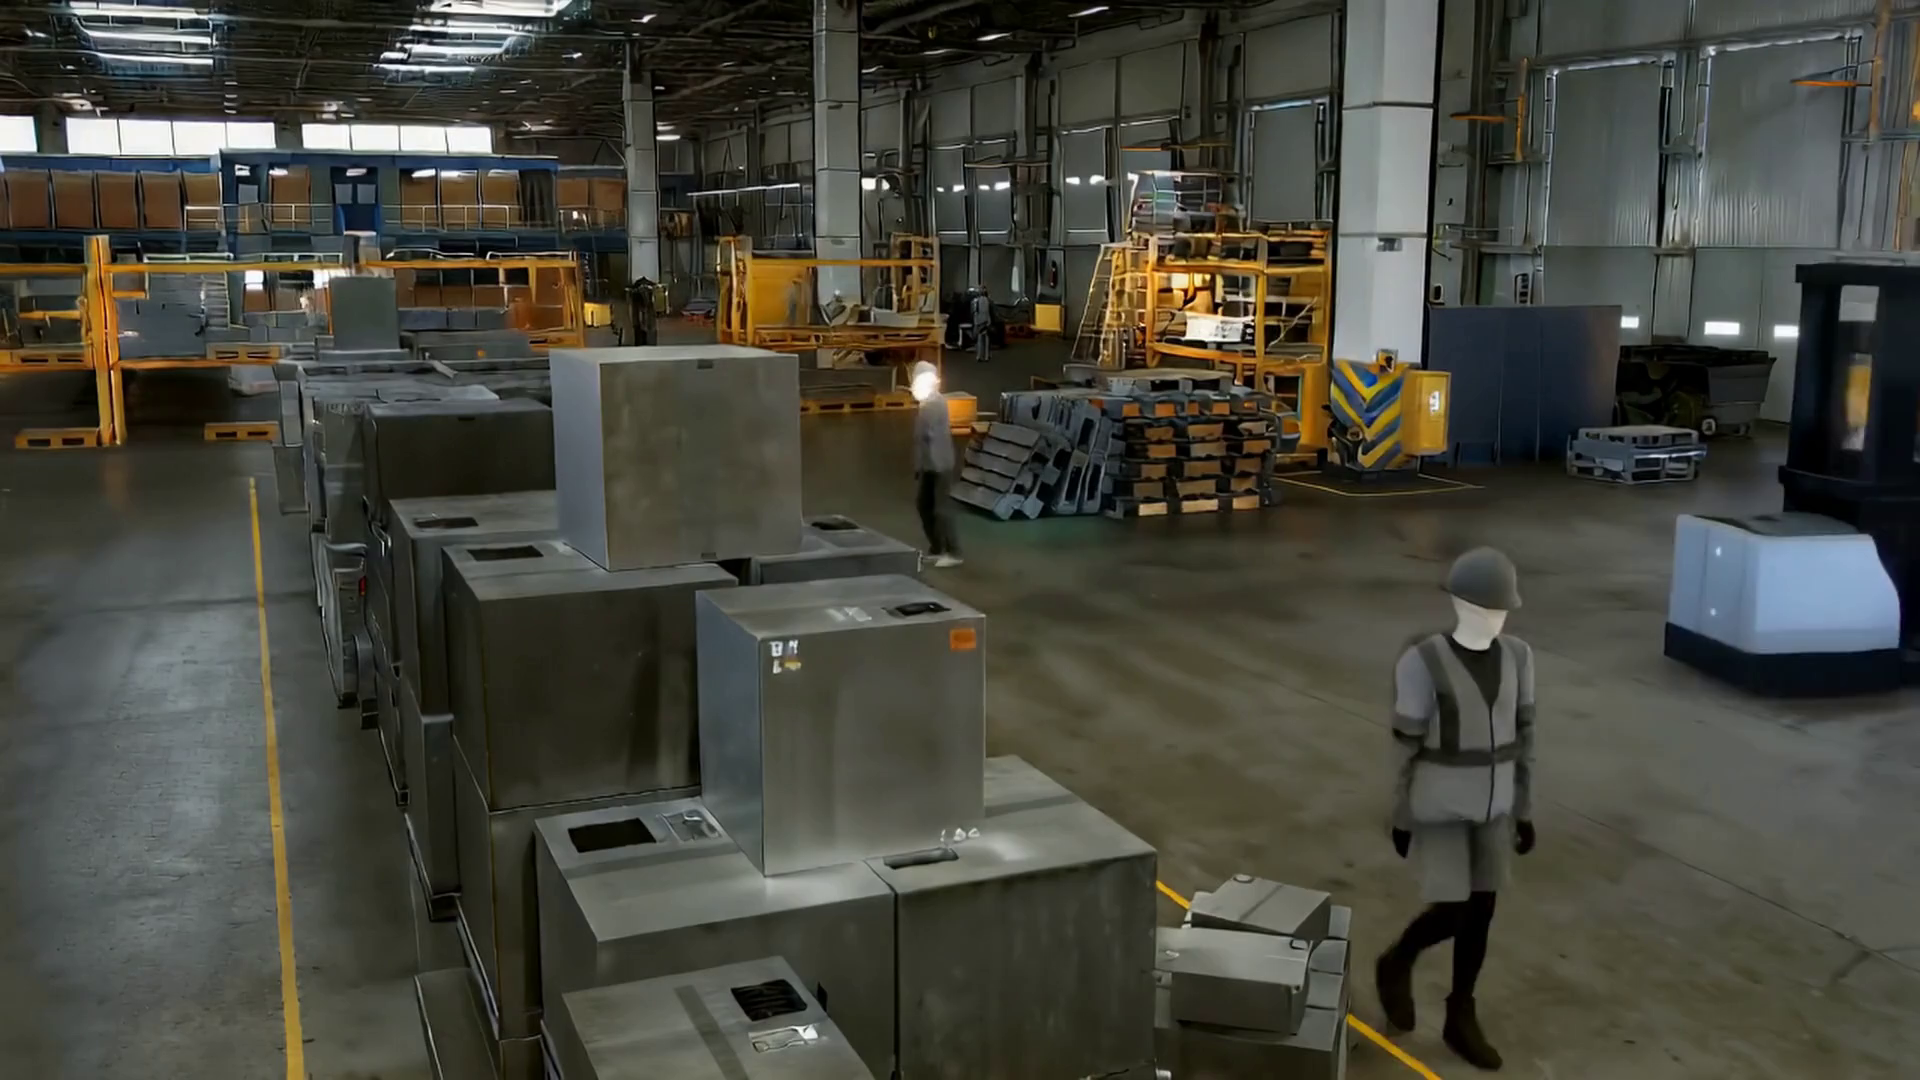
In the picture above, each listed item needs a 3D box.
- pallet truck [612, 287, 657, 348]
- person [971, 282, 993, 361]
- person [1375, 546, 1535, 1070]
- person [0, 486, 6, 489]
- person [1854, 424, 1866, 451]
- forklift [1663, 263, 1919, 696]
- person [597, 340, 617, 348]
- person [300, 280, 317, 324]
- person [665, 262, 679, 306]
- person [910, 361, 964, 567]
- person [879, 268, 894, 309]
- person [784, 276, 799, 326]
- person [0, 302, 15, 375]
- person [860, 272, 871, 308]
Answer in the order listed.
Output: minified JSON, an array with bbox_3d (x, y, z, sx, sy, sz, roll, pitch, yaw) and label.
[{"bbox_3d":[-6.464,-4.406,35.401,0.823,1.965,1.885,6,12,32],"label":"pallet truck"},{"bbox_3d":[0.540,-5.373,40.898,0.551,1.935,0.375,-3,11,-16],"label":"person"},{"bbox_3d":[1.828,0.959,6.053,0.544,1.925,0.448,-4,11,-22],"label":"person"},{"bbox_3d":[-11.768,-1.359,19.710,0.519,1.650,0.520,-2,10,-9],"label":"person"},{"bbox_3d":[6.819,-0.178,12.310,0.388,1.927,0.640,0,10,0],"label":"person"},{"bbox_3d":[5.963,-0.461,11.228,1.873,2.768,1.129,-2,10,-10],"label":"forklift"},{"bbox_3d":[-3.814,-1.246,18.235,0.907,1.893,0.733,4,11,20],"label":"person"},{"bbox_3d":[-17.021,-5.833,43.476,0.371,1.933,0.626,-9,14,-41],"label":"person"},{"bbox_3d":[-12.871,-11.443,74.227,0.612,1.986,0.407,-1,10,-3],"label":"person"},{"bbox_3d":[-0.200,-0.694,15.273,0.448,1.879,0.639,-2,11,-13],"label":"person"},{"bbox_3d":[-2.580,-8.707,59.279,0.610,1.939,0.417,-2,11,-13],"label":"person"},{"bbox_3d":[-5.744,-8.190,57.014,0.429,1.729,0.489,-8,13,-37],"label":"person"},{"bbox_3d":[-21.244,-4.591,36.640,0.591,1.917,0.379,0,10,0],"label":"person"},{"bbox_3d":[-3.306,-8.092,56.072,0.608,1.880,1.001,-1,10,-3],"label":"person"}]
